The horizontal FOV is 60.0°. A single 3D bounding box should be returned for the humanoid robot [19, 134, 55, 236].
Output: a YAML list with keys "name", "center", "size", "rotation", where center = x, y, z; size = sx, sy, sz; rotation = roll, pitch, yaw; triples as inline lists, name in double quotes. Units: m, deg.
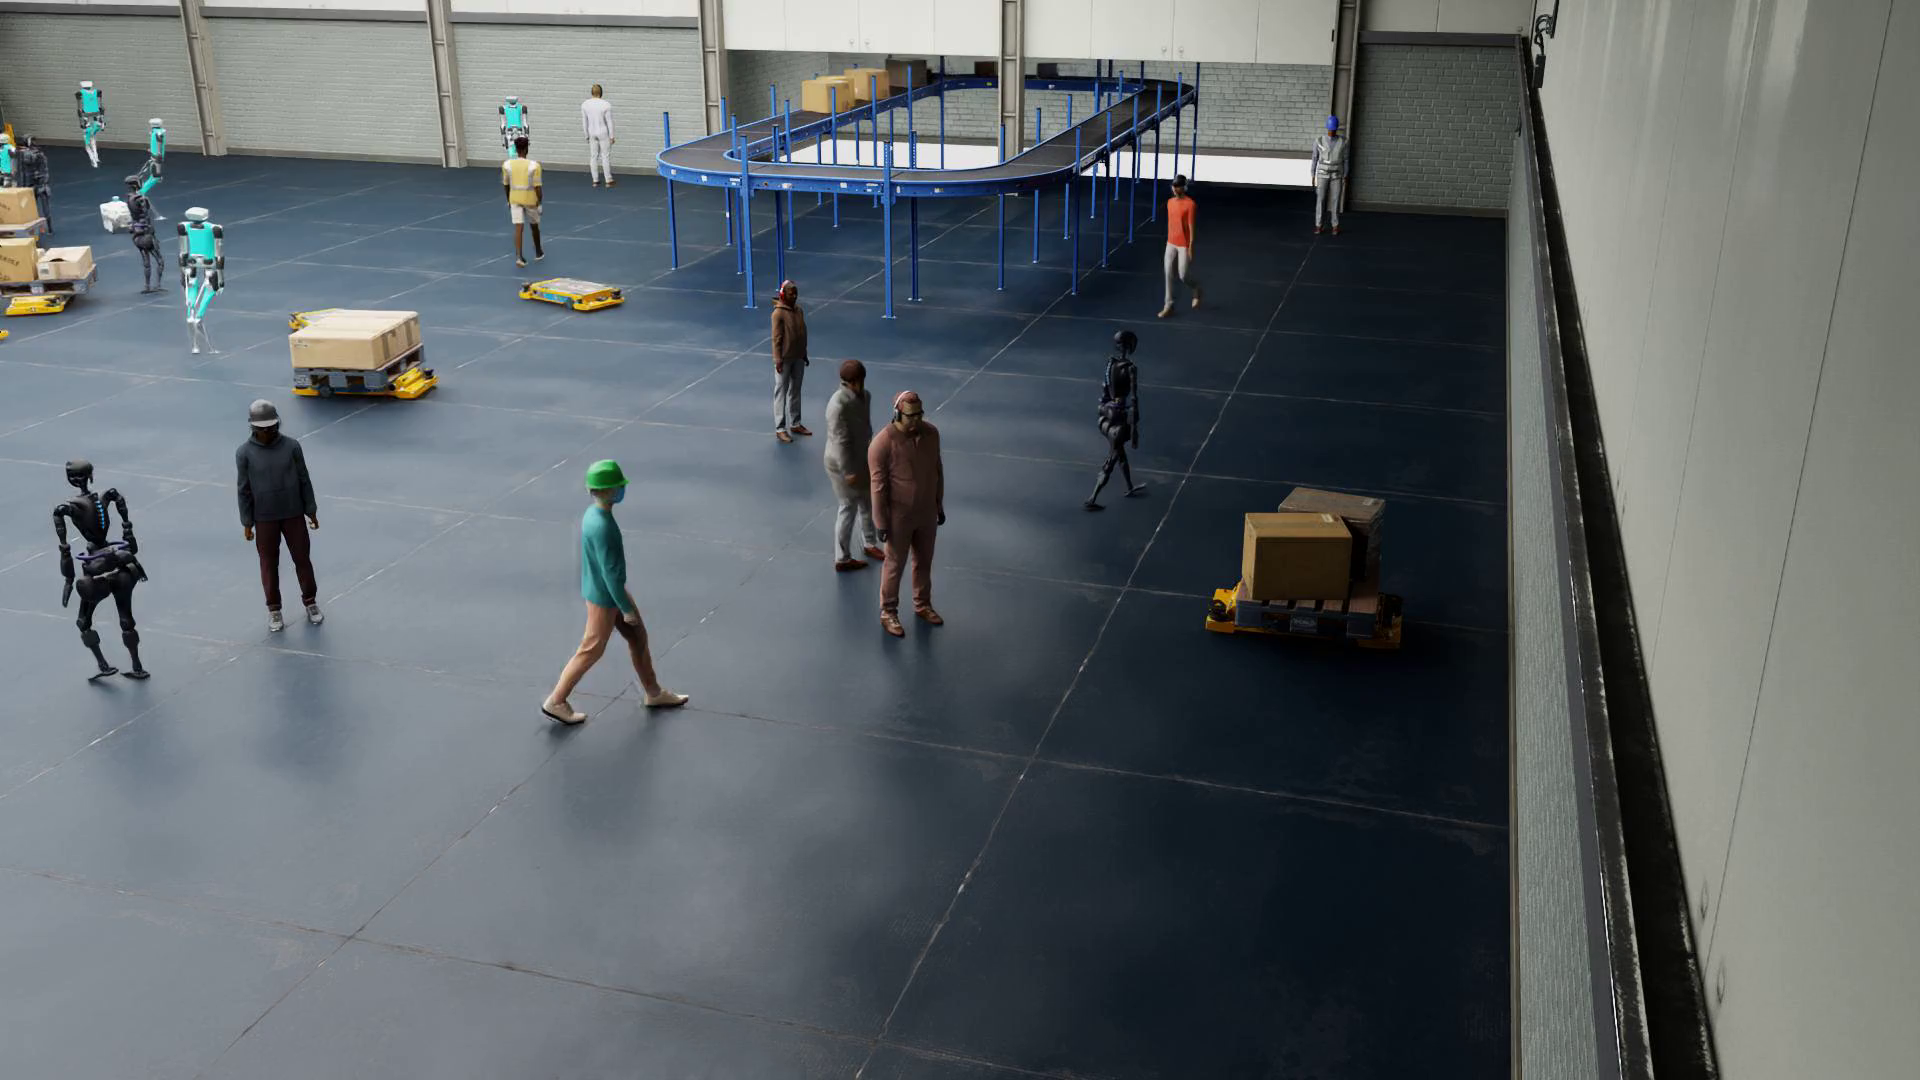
- name: "humanoid robot"
  center: [-15.198, -5.841, 27.374]
  size: [0.601, 1.653, 0.326]
  rotation: [5, 22, 14]

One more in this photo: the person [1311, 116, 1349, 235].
- name: "person"
  center: [6.110, -6.026, 27.502]
  size: [0.612, 1.933, 0.415]
  rotation: [2, 21, 4]

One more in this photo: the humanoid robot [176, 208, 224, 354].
- name: "humanoid robot"
  center: [-9.225, -3.086, 20.158]
  size: [0.579, 1.789, 0.693]
  rotation: [-1, 21, -3]

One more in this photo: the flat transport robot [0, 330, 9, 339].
- name: "flat transport robot"
  center: [-12.527, -2.442, 20.512]
  size: [0.659, 0.231, 1.431]
  rotation: [3, 21, 9]

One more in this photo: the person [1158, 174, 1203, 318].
- name: "person"
  center: [2.953, -3.923, 22.103]
  size: [0.489, 1.894, 0.735]
  rotation: [19, 28, 40]

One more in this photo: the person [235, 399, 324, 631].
- name: "person"
  center: [-5.147, -0.201, 12.565]
  size: [0.549, 1.806, 0.380]
  rotation: [-11, 24, -26]

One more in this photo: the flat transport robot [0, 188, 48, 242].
- name: "flat transport robot"
  center: [-15.226, -4.697, 26.360]
  size: [0.659, 0.231, 1.431]
  rotation: [-3, 21, -8]

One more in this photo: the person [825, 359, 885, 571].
- name: "person"
  center: [-0.890, -0.637, 13.707]
  size: [0.396, 1.802, 0.541]
  rotation: [11, 24, 27]

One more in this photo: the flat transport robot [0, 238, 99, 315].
- name: "flat transport robot"
  center: [-12.569, -3.355, 22.879]
  size: [0.659, 0.231, 1.431]
  rotation: [-7, 22, -17]

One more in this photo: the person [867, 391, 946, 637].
- name: "person"
  center: [-0.370, -0.204, 12.457]
  size: [0.643, 1.896, 0.406]
  rotation: [-17, 27, -37]

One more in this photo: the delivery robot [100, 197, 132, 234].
- name: "delivery robot"
  center: [-14.126, -5.464, 27.934]
  size: [0.762, 0.582, 0.499]
  rotation: [20, 29, 41]

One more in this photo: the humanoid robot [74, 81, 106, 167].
- name: "humanoid robot"
  center: [-18.121, -8.655, 34.612]
  size: [0.901, 1.771, 0.541]
  rotation: [17, 27, 37]

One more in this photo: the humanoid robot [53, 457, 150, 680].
- name: "humanoid robot"
  center: [-6.020, 0.209, 11.679]
  size: [0.369, 1.643, 0.615]
  rotation: [11, 24, 27]

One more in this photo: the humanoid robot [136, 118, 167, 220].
- name: "humanoid robot"
  center: [-14.002, -6.315, 28.607]
  size: [0.830, 1.818, 0.565]
  rotation: [-8, 23, -21]

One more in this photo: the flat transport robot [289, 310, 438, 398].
- name: "flat transport robot"
  center: [-6.739, -1.791, 18.822]
  size: [1.431, 0.231, 0.659]
  rotation: [2, 21, 5]

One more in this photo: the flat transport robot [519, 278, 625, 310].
- name: "flat transport robot"
  center: [-5.376, -3.405, 23.010]
  size: [1.431, 0.231, 0.659]
  rotation: [15, 26, 34]

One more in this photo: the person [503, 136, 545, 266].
- name: "person"
  center: [-6.620, -5.153, 25.262]
  size: [0.606, 1.919, 1.021]
  rotation: [0, 21, 0]

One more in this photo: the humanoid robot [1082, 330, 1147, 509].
- name: "humanoid robot"
  center: [1.442, -1.107, 15.151]
  size: [0.783, 1.624, 0.611]
  rotation: [-10, 23, -23]

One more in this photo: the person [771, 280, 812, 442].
- name: "person"
  center: [-1.749, -1.847, 17.042]
  size: [0.333, 1.651, 0.459]
  rotation: [15, 26, 35]

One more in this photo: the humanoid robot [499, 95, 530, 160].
- name: "humanoid robot"
  center: [-8.418, -7.530, 31.532]
  size: [0.530, 1.705, 0.709]
  rotation: [-5, 22, -13]

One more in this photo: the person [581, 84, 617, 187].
- name: "person"
  center: [-6.958, -7.805, 32.103]
  size: [0.634, 1.937, 0.352]
  rotation: [5, 22, 13]

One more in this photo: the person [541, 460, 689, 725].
- name: "person"
  center: [-2.385, 0.354, 11.091]
  size: [0.961, 1.828, 0.527]
  rotation: [-3, 21, -7]

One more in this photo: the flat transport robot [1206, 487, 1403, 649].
- name: "flat transport robot"
  center: [2.643, 0.559, 12.728]
  size: [1.431, 0.231, 0.659]
  rotation: [6, 22, 14]

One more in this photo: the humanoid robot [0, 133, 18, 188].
- name: "humanoid robot"
  center: [-15.411, -5.547, 26.536]
  size: [0.603, 1.763, 0.880]
  rotation: [12, 24, 28]

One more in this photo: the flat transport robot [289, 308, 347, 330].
- name: "flat transport robot"
  center: [-7.994, -2.725, 21.245]
  size: [0.659, 0.231, 1.431]
  rotation: [-17, 27, -37]

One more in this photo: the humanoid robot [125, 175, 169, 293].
- name: "humanoid robot"
  center: [-11.460, -4.292, 23.348]
  size: [0.596, 1.657, 0.340]
  rotation: [18, 27, 39]
